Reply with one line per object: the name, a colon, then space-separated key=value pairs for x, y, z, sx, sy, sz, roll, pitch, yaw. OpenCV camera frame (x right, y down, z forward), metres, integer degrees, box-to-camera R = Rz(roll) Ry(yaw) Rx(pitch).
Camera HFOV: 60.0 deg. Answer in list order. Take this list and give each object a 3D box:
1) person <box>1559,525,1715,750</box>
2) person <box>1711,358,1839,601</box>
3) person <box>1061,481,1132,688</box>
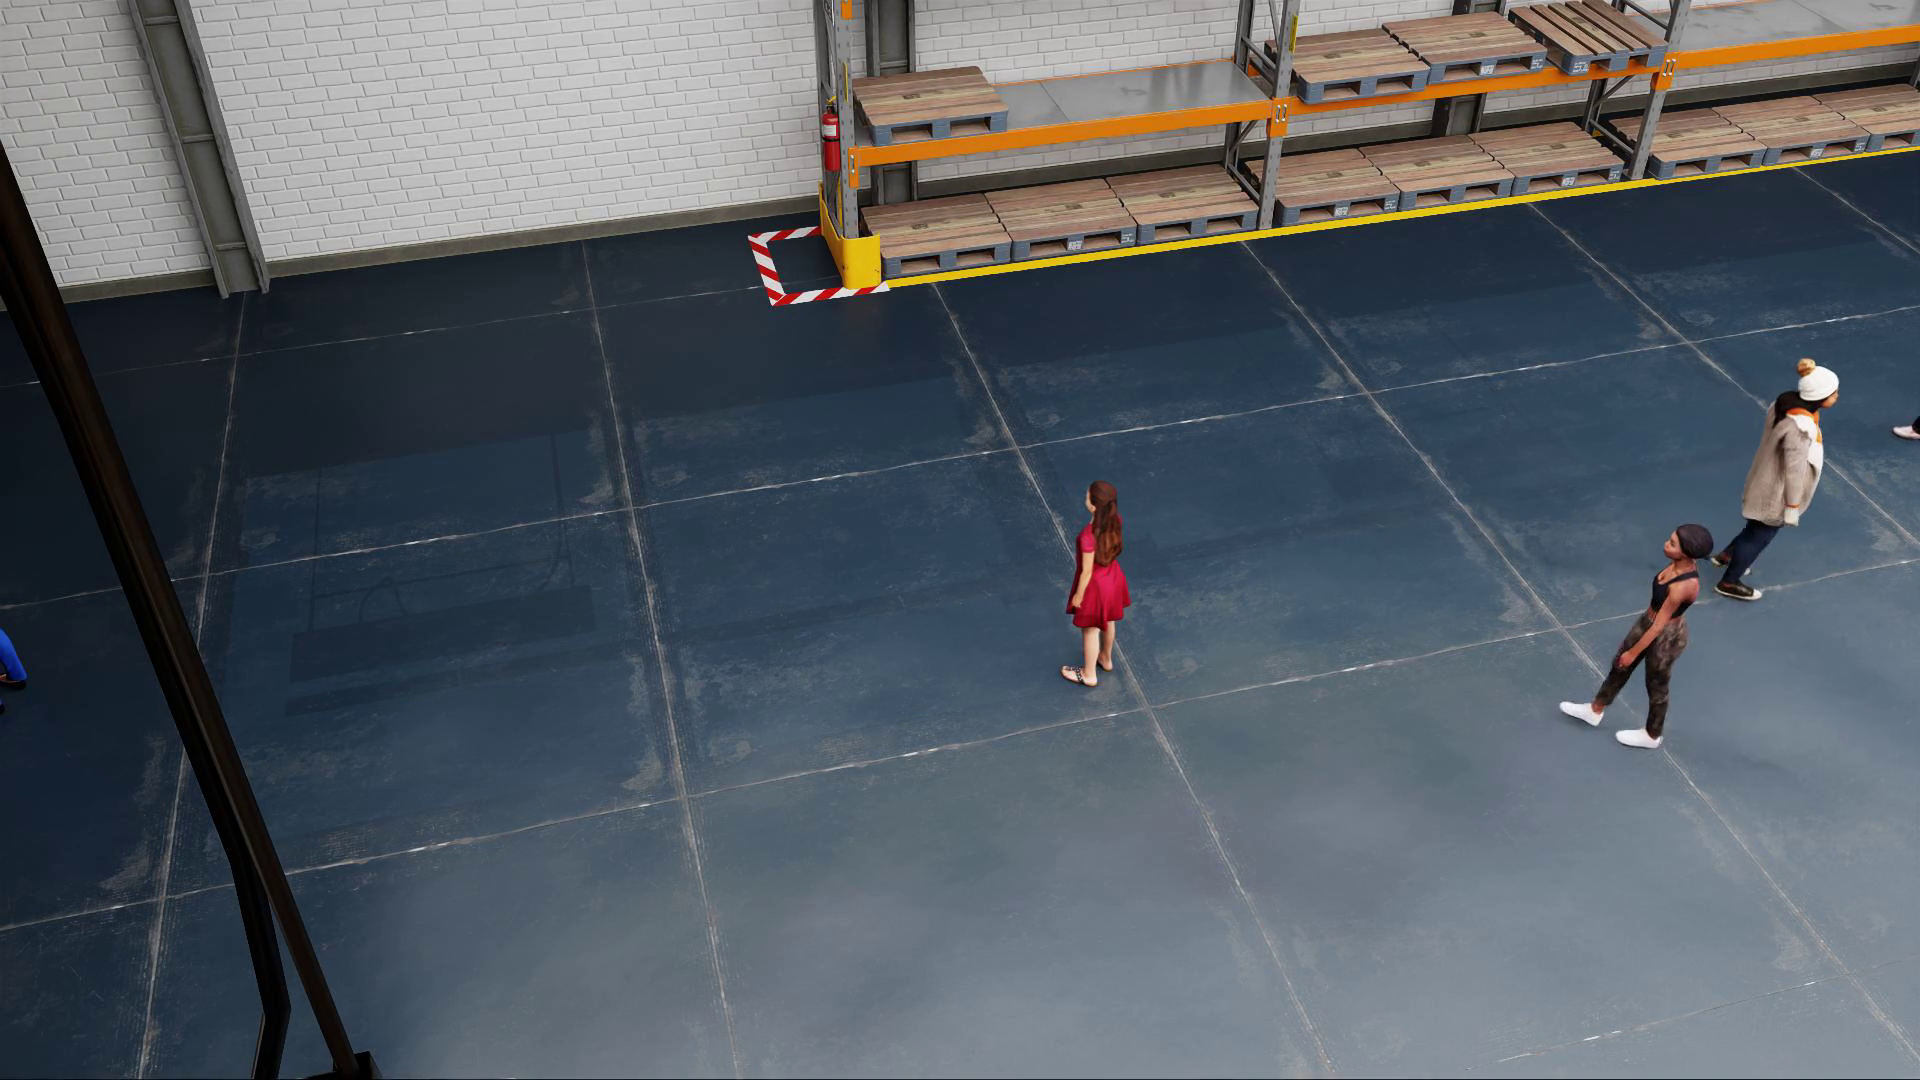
person: x=4.269 y=0.614 z=9.997 sx=0.950 sy=1.682 sz=0.835 roll=11 pitch=40 yaw=13
person: x=5.360 y=-0.403 z=11.110 sx=0.837 sy=1.882 sz=0.817 roll=10 pitch=40 yaw=12
person: x=0.876 y=0.266 z=10.536 sx=0.735 sy=1.554 sz=0.675 roll=26 pitch=46 yaw=29
